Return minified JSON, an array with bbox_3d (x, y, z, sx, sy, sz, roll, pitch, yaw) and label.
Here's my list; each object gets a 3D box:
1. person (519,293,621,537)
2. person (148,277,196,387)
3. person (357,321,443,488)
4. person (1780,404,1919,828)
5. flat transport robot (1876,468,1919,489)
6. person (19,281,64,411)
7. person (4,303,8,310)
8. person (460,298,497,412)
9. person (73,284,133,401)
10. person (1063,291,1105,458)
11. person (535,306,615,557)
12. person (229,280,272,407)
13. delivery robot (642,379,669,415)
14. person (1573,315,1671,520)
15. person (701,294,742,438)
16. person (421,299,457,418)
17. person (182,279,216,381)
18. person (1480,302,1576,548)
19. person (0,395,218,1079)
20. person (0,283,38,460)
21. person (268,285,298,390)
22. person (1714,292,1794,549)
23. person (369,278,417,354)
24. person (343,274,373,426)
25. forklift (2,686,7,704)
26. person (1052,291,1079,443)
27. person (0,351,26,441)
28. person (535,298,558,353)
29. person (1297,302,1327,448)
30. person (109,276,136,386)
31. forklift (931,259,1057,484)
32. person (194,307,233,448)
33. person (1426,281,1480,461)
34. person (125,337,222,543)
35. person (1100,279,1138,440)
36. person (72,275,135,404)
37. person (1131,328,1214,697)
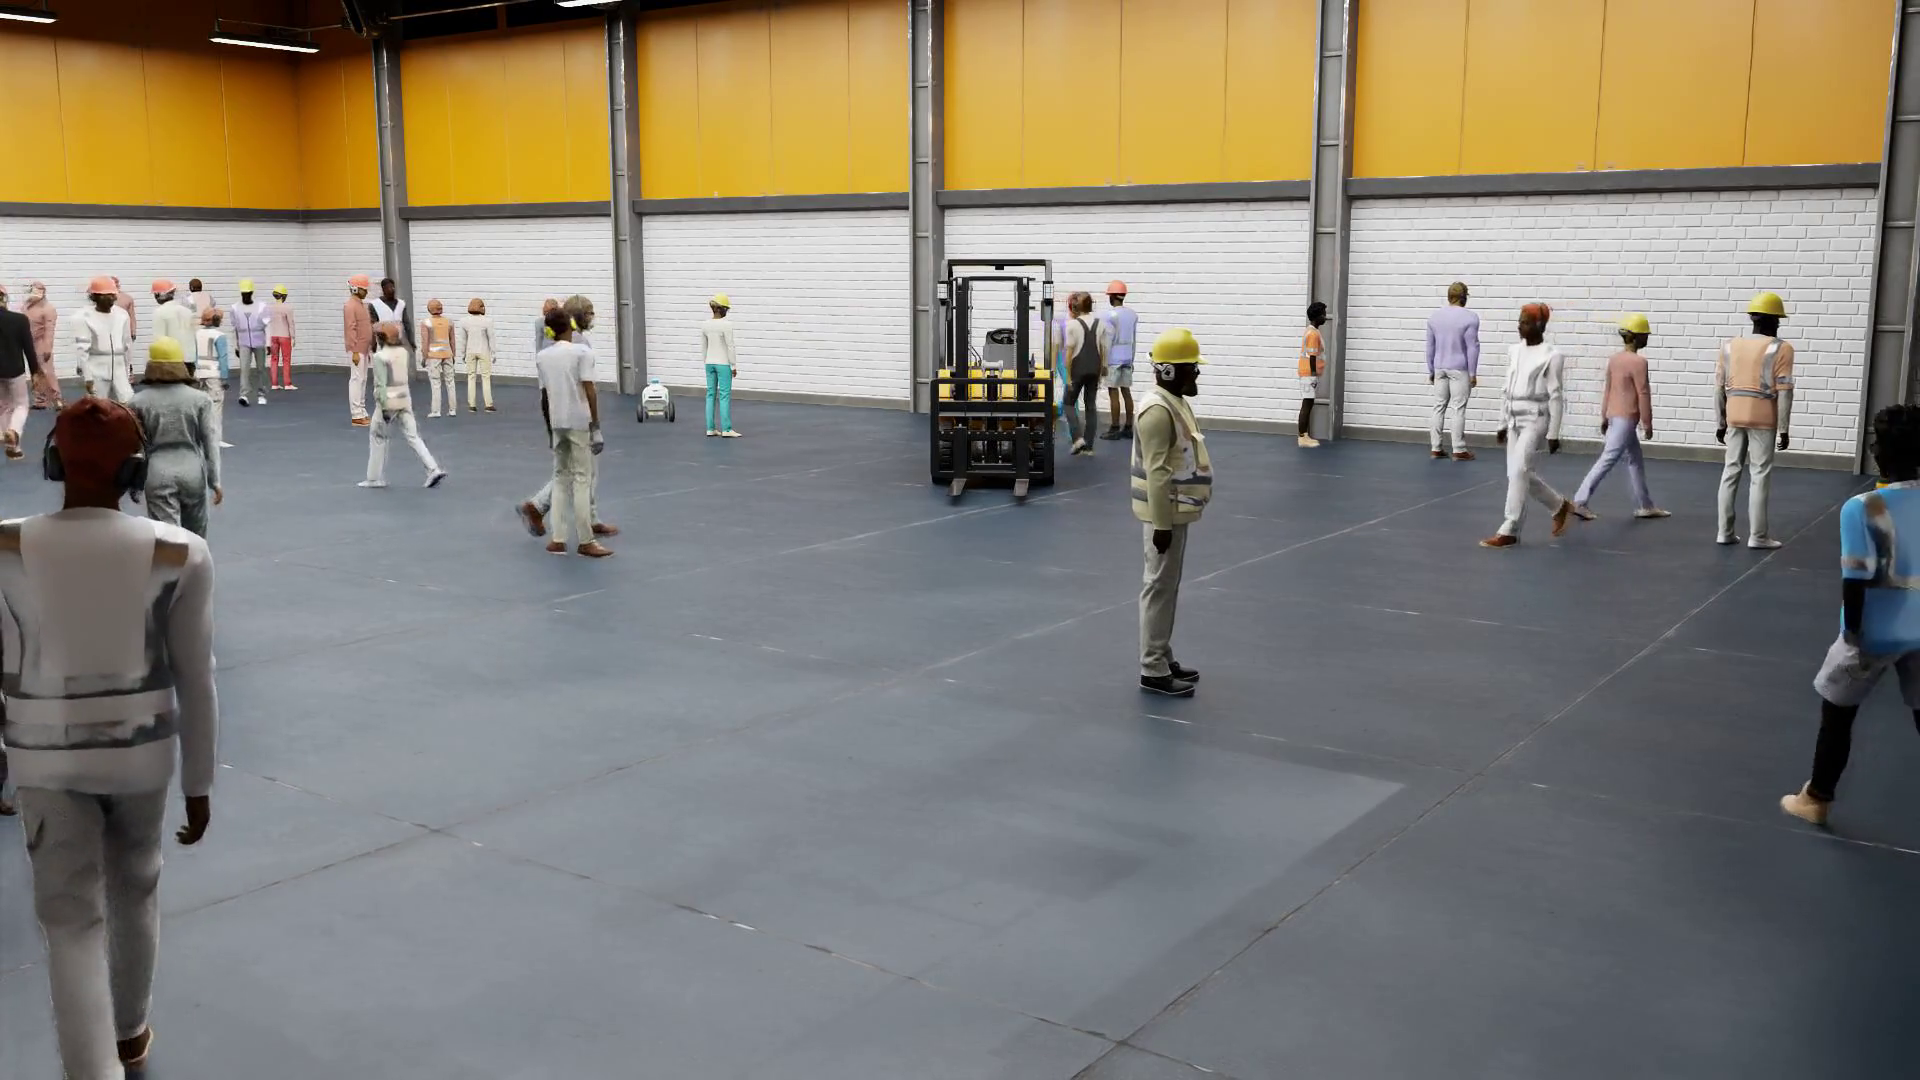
[{"bbox_3d":[-3.018,-0.934,12.793,0.714,1.916,0.622,-4,10,-24],"label":"person"},{"bbox_3d":[-9.479,-2.213,20.280,0.689,1.969,0.637,4,10,23],"label":"person"},{"bbox_3d":[-5.335,-1.279,15.783,0.822,1.602,0.512,4,10,21],"label":"person"},{"bbox_3d":[3.416,0.335,6.015,0.533,1.655,0.871,-1,10,-5],"label":"person"},{"bbox_3d":[9.292,-0.539,15.329,1.431,0.197,0.652,7,12,34],"label":"flat transport robot"},{"bbox_3d":[-13.333,-2.787,23.998,0.725,1.873,0.395,5,11,27],"label":"person"},{"bbox_3d":[-13.244,-2.511,23.030,0.284,1.633,0.500,6,11,32],"label":"person"},{"bbox_3d":[-6.905,-2.649,23.848,0.507,1.631,0.266,0,10,3],"label":"person"},{"bbox_3d":[-10.349,-2.154,20.100,0.403,1.904,0.652,9,13,44],"label":"person"},{"bbox_3d":[1.353,-1.807,18.242,0.501,1.831,0.406,-4,10,-22],"label":"person"},{"bbox_3d":[-2.801,-0.791,12.224,0.689,1.833,0.337,5,11,26],"label":"person"},{"bbox_3d":[-10.541,-2.915,24.727,0.595,1.870,1.017,-2,10,-13],"label":"person"},{"bbox_3d":[-4.117,-1.928,22.486,0.477,0.478,0.707,-2,10,-10],"label":"delivery robot"},{"bbox_3d":[5.520,-1.013,13.853,0.923,1.718,0.532,-1,10,-3],"label":"person"},{"bbox_3d":[-2.941,-2.133,20.412,0.523,1.760,0.325,7,12,35],"label":"person"},{"bbox_3d":[-7.194,-2.503,22.968,0.512,1.639,0.311,-9,13,-44],"label":"person"},{"bbox_3d":[-13.703,-3.776,29.947,0.429,1.841,0.634,6,11,33],"label":"person"},{"bbox_3d":[4.349,-0.866,12.579,0.805,1.862,0.581,-2,10,-14],"label":"person"},{"bbox_3d":[-2.114,0.568,4.096,0.578,1.844,0.990,-5,11,-30],"label":"person"},{"bbox_3d":[-10.259,-1.804,17.847,0.642,1.955,0.691,-3,10,-18],"label":"person"},{"bbox_3d":[-11.367,-3.386,27.874,0.518,1.757,0.340,2,10,12],"label":"person"},{"bbox_3d":[5.980,-0.894,12.531,0.382,1.923,0.591,-6,11,-33],"label":"person"},{"bbox_3d":[-8.574,-3.012,25.222,0.660,1.897,0.605,7,12,34],"label":"person"},{"bbox_3d":[-7.881,-2.490,21.851,0.388,1.987,0.608,-1,10,-7],"label":"person"},{"bbox_3d":[-5.296,-0.090,6.943,1.214,2.155,2.313,7,12,35],"label":"forklift"},{"bbox_3d":[1.259,-2.055,19.798,0.574,1.815,0.825,-9,13,-44],"label":"person"},{"bbox_3d":[-11.665,-2.097,20.063,0.619,1.812,0.659,8,12,40],"label":"person"},{"bbox_3d":[-5.844,-2.653,23.903,0.494,1.623,0.293,-5,11,-27],"label":"person"},{"bbox_3d":[4.088,-1.918,19.337,0.321,1.691,0.532,2,10,10],"label":"person"},{"bbox_3d":[-14.527,-3.582,28.624,0.646,1.901,0.400,-5,11,-27],"label":"person"},{"bbox_3d":[0.370,-1.738,16.759,1.214,2.155,2.313,1,10,3],"label":"forklift"},{"bbox_3d":[-8.648,-1.868,19.233,0.534,1.632,0.317,7,12,34],"label":"person"},{"bbox_3d":[5.342,-1.826,18.044,0.378,1.940,0.629,-8,12,-38],"label":"person"},{"bbox_3d":[-4.721,-0.358,9.981,0.511,1.694,0.877,-5,11,-28],"label":"person"},{"bbox_3d":[1.894,-2.175,20.127,0.551,1.934,0.373,-8,13,-41],"label":"person"},{"bbox_3d":[-8.638,-1.674,16.928,0.866,2.012,0.631,6,11,34],"label":"person"},{"bbox_3d":[1.062,-0.145,8.347,0.404,1.830,0.603,2,10,14],"label":"person"}]
